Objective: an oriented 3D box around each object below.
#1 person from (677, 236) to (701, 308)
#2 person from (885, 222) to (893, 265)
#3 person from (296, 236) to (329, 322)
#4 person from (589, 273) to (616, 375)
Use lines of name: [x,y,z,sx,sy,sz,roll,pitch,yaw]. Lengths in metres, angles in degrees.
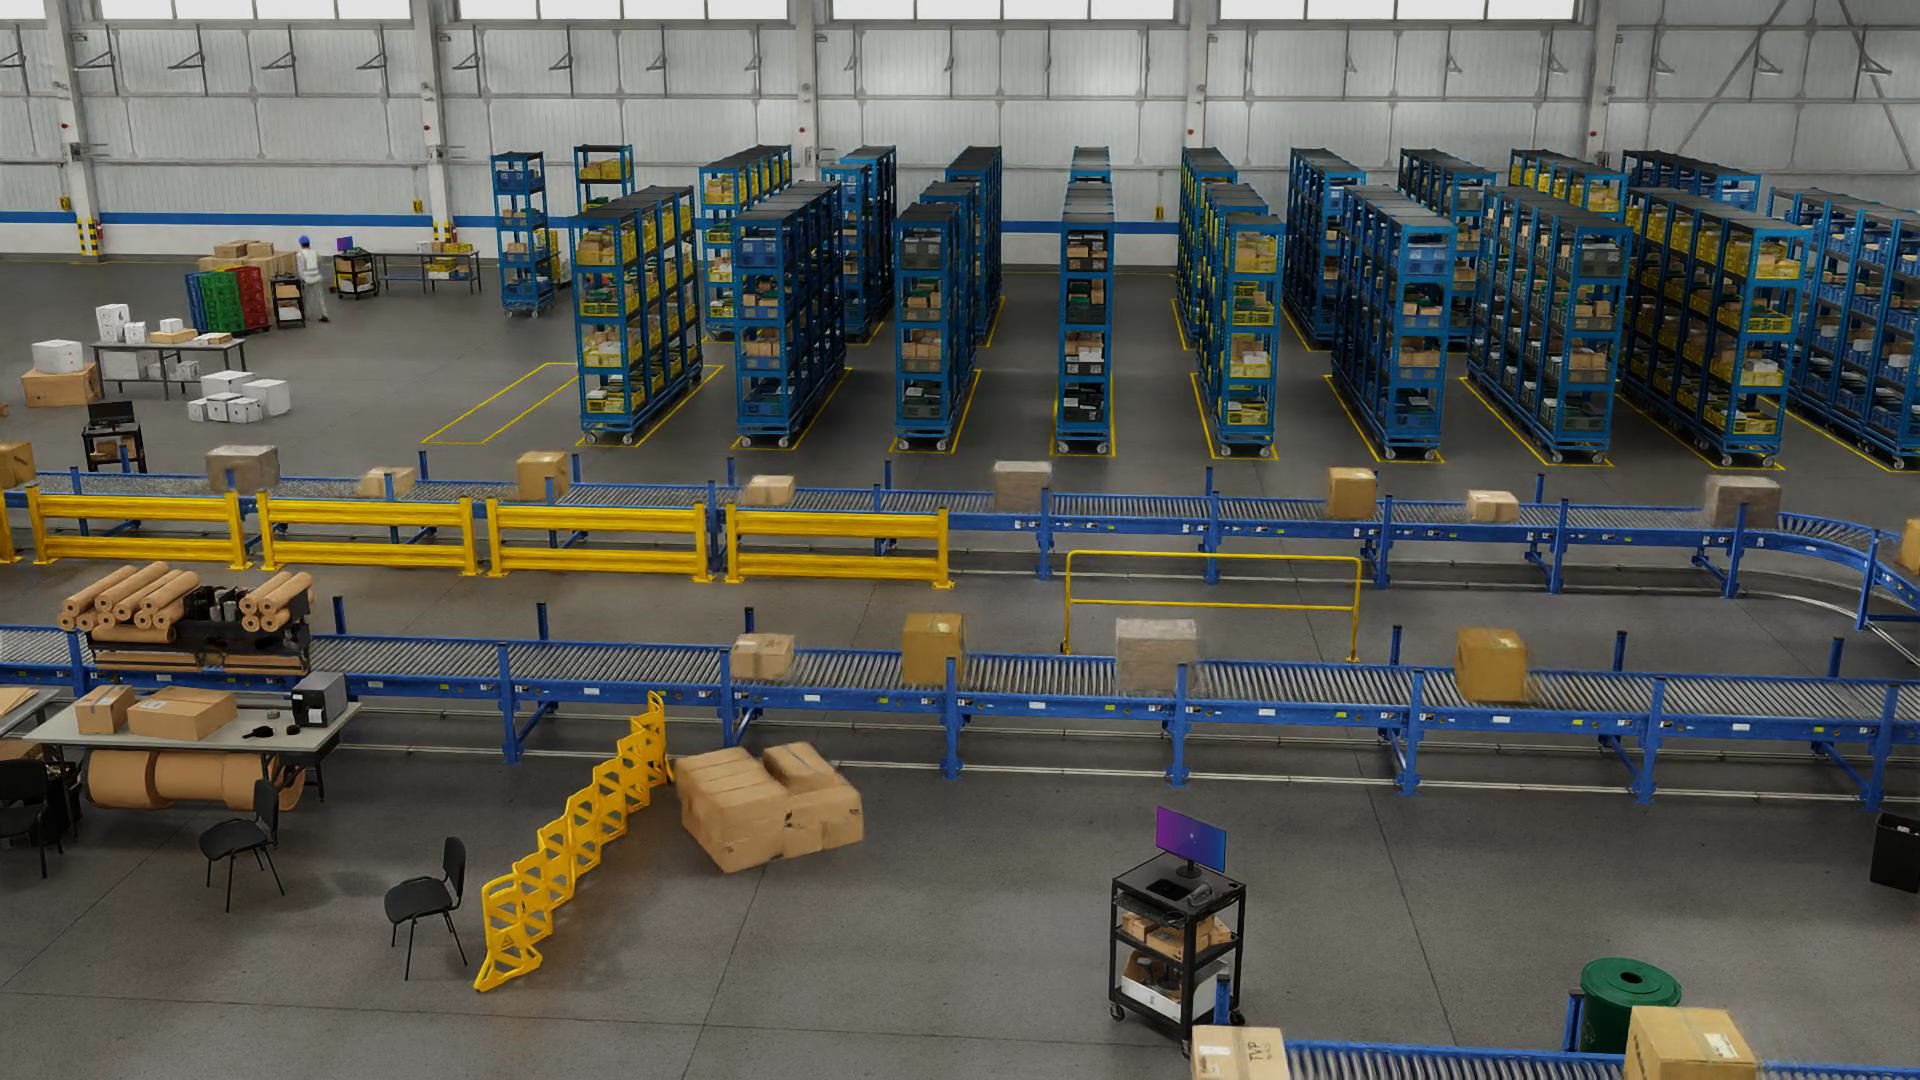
person: [-6.280,-6.244,38.370,0.404,1.835,0.590,-16,24,-42]
person: [-1.933,-7.422,42.092,0.563,1.843,0.391,-15,23,-40]
person: [-14.417,-5.773,36.776,1.000,1.887,0.630,13,22,35]
person: [-6.729,-4.018,31.133,0.973,1.960,0.620,-1,18,-4]
